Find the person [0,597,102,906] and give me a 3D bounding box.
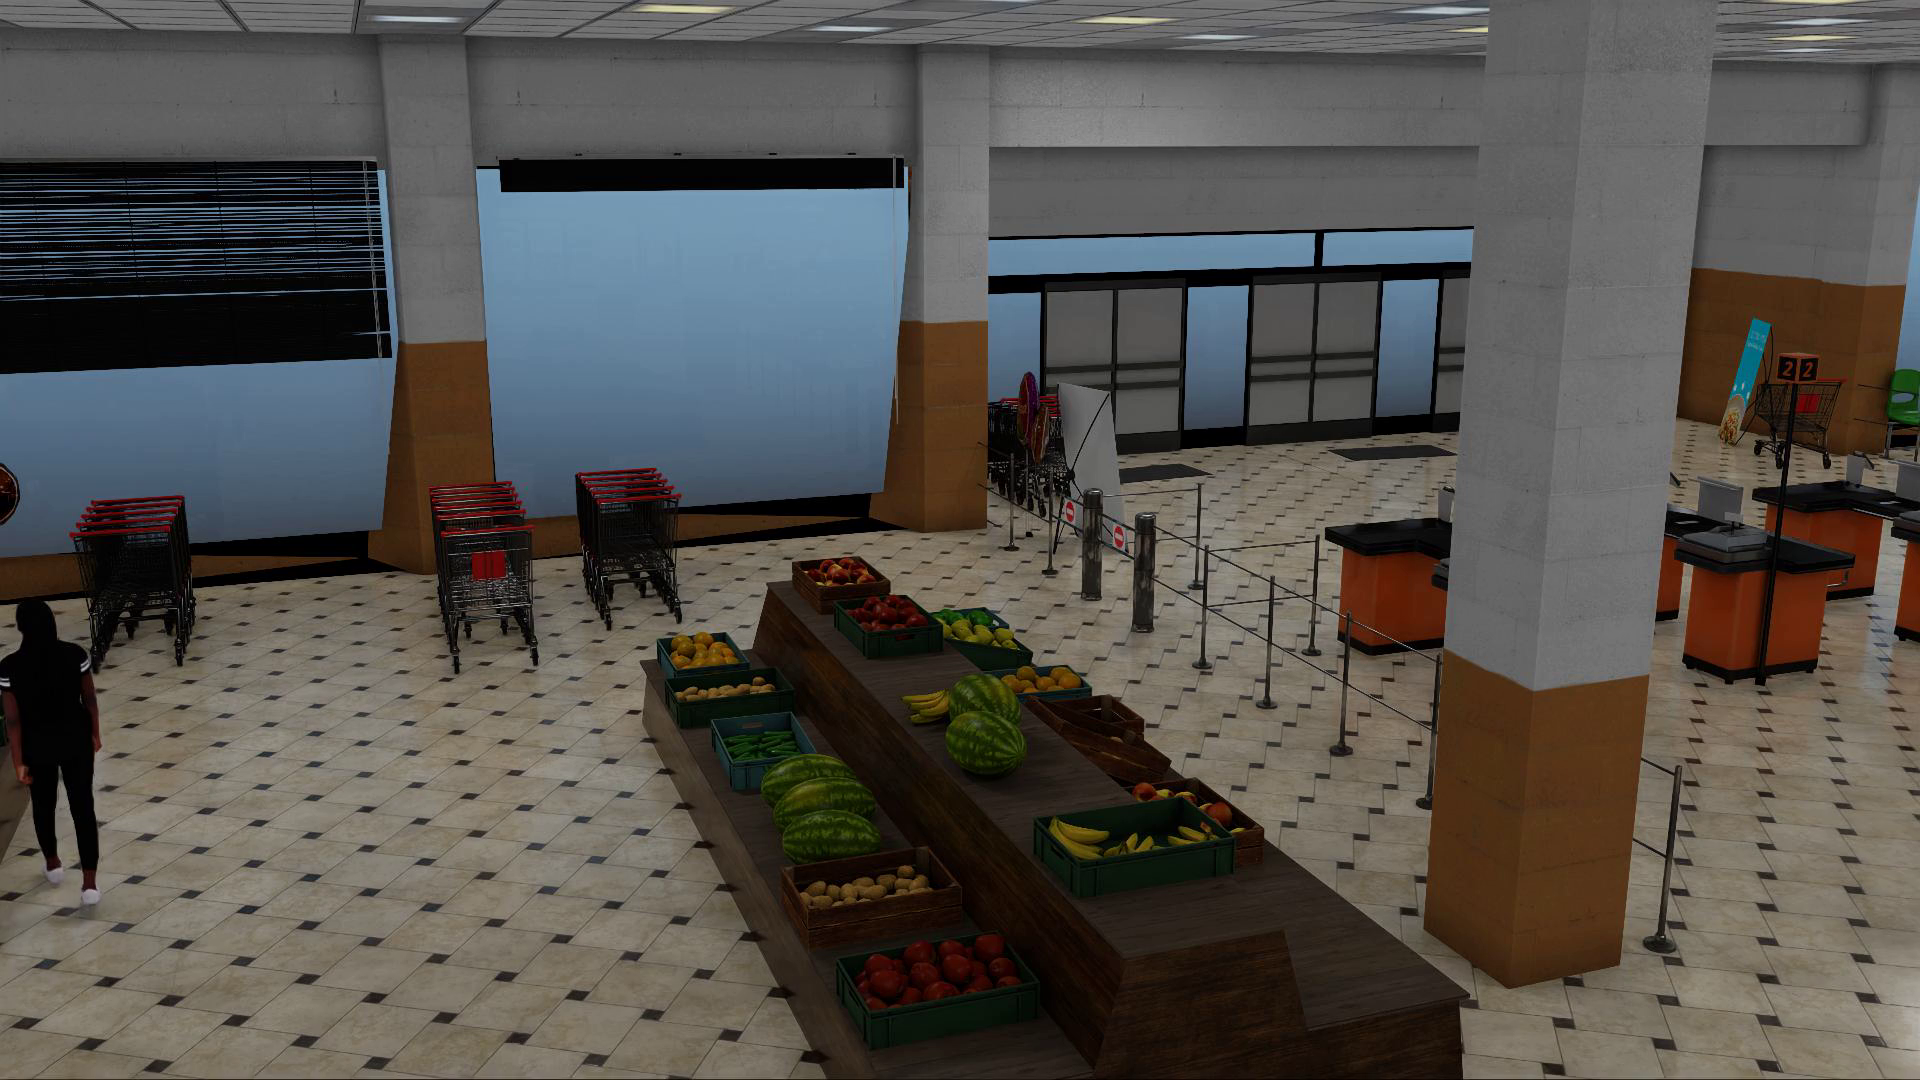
[{"bbox_3d":[-4.849,1.163,8.995,0.748,1.698,1.087,-8,16,-31],"label":"person"}]
